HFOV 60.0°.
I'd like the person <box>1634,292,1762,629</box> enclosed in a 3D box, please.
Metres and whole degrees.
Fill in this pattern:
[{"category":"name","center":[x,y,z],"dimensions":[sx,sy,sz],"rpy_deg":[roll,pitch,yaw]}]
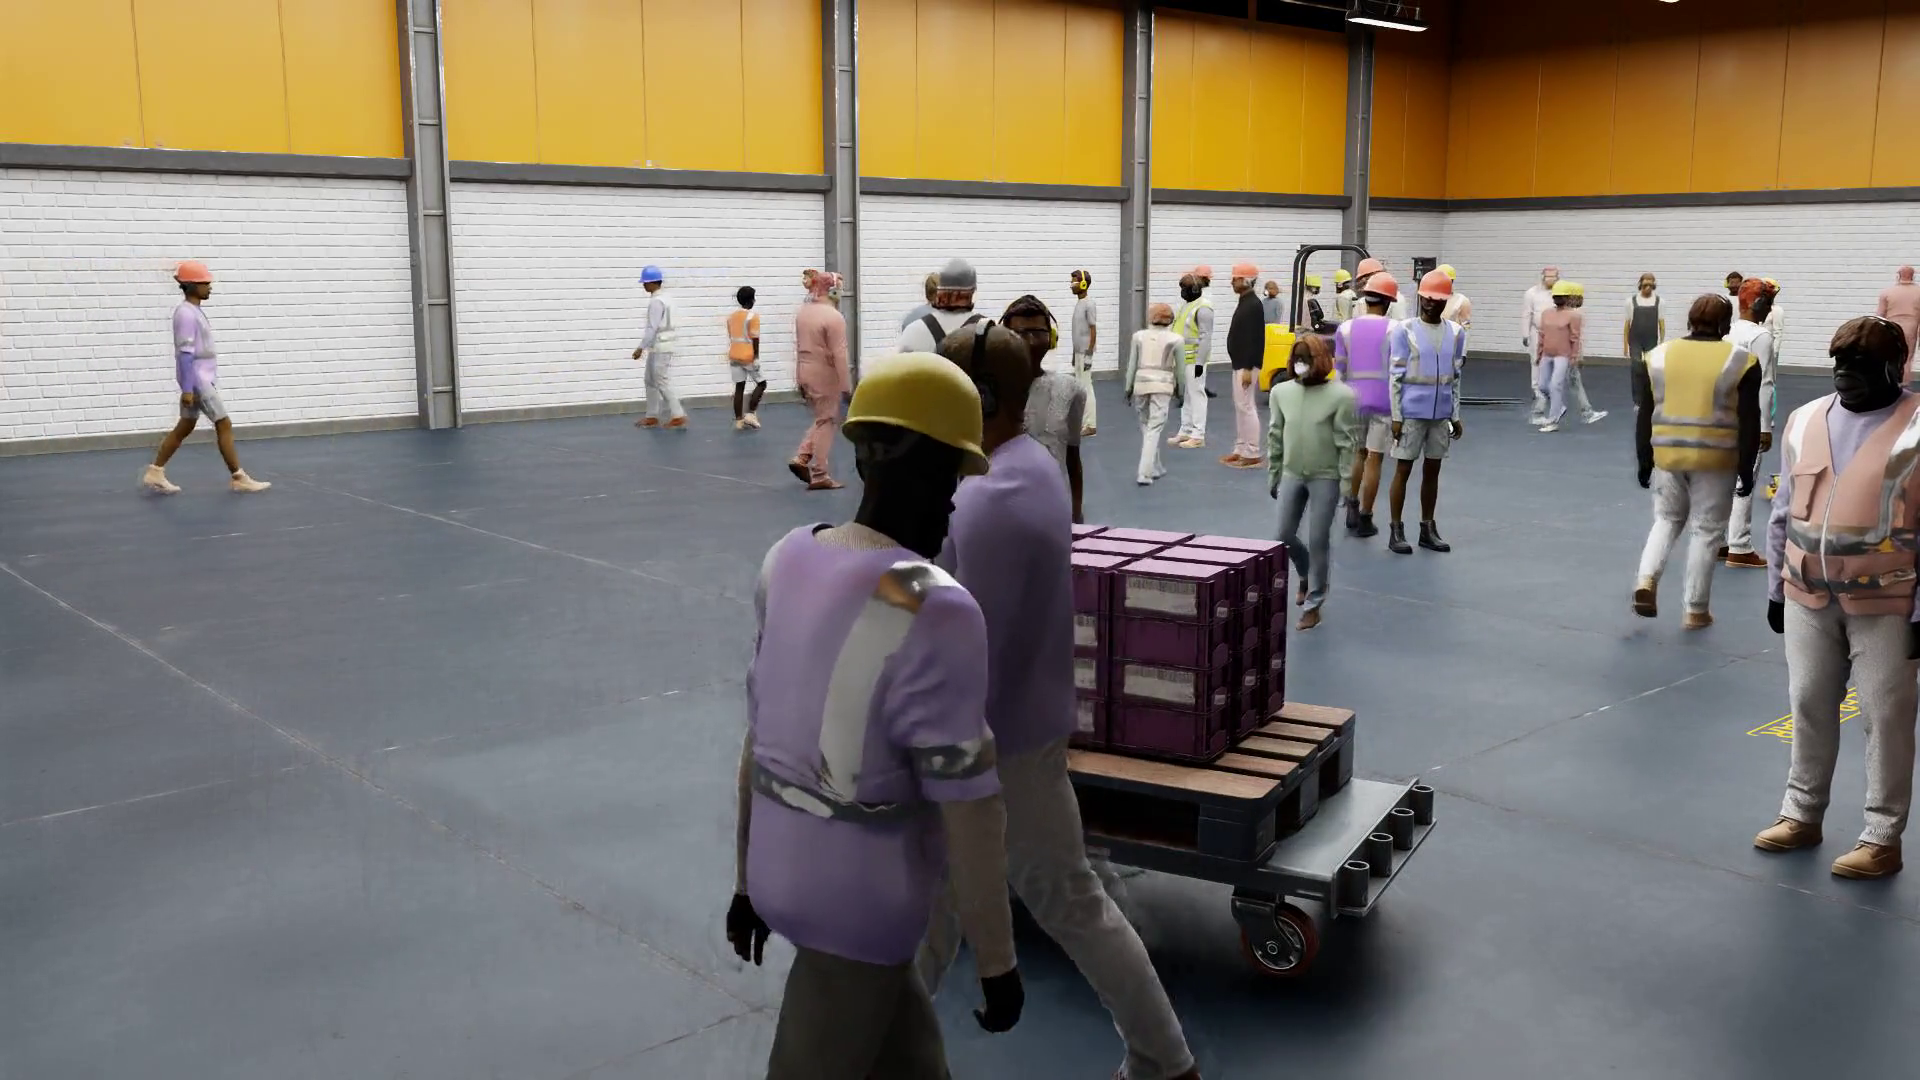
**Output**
[{"category":"person","center":[3.970,-0.414,8.985],"dimensions":[0.627,1.833,0.490],"rpy_deg":[9,13,43]}]

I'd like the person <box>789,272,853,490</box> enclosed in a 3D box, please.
[{"category":"person","center":[-1.164,-1.365,14.397],"dimensions":[0.413,1.889,0.670],"rpy_deg":[-6,11,-31]}]

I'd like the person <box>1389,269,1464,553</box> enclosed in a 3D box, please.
[{"category":"person","center":[3.188,-0.869,11.348],"dimensions":[0.543,1.932,0.376],"rpy_deg":[-2,10,-13]}]

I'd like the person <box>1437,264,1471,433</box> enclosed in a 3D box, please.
[{"category":"person","center":[5.524,-2.177,19.015],"dimensions":[0.385,1.925,0.591],"rpy_deg":[-9,13,-42]}]

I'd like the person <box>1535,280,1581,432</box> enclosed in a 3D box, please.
[{"category":"person","center":[6.914,-2.117,19.178],"dimensions":[0.503,1.746,0.543],"rpy_deg":[-6,12,-33]}]

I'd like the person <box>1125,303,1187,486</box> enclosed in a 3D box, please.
[{"category":"person","center":[1.761,-1.301,14.805],"dimensions":[0.525,1.596,0.772],"rpy_deg":[6,11,30]}]

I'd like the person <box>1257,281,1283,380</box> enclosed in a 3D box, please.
[{"category":"person","center":[4.966,-3.370,26.881],"dimensions":[0.520,1.612,0.531],"rpy_deg":[-5,11,-29]}]

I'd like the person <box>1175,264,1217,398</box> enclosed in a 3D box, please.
[{"category":"person","center":[3.327,-2.940,23.543],"dimensions":[0.765,1.914,0.550],"rpy_deg":[-5,11,-25]}]

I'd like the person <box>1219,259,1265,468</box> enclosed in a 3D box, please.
[{"category":"person","center":[2.716,-1.685,15.940],"dimensions":[0.394,1.992,0.620],"rpy_deg":[0,10,0]}]

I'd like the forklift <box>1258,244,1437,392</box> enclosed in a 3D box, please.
[{"category":"forklift","center":[5.256,-2.933,22.661],"dimensions":[2.313,2.155,1.214],"rpy_deg":[3,10,16]}]

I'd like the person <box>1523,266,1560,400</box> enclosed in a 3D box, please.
[{"category":"person","center":[8.207,-2.884,23.287],"dimensions":[0.643,1.891,0.456],"rpy_deg":[3,10,18]}]

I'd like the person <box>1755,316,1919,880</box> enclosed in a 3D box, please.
[{"category":"person","center":[2.935,0.186,5.473],"dimensions":[0.431,1.836,0.619],"rpy_deg":[-6,11,-32]}]

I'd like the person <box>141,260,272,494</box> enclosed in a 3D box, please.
[{"category":"person","center":[-6.488,-1.367,14.088],"dimensions":[1.027,1.999,0.621],"rpy_deg":[-4,10,-21]}]

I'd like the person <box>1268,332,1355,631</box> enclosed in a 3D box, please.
[{"category":"person","center":[1.941,-0.331,9.114],"dimensions":[0.511,1.622,0.457],"rpy_deg":[7,12,34]}]

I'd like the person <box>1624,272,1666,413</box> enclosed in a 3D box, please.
[{"category":"person","center":[8.880,-2.569,21.630],"dimensions":[0.507,1.826,0.596],"rpy_deg":[3,10,16]}]

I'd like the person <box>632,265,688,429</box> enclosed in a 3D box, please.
[{"category":"person","center":[-3.493,-2.230,19.357],"dimensions":[0.645,1.912,0.634],"rpy_deg":[-1,10,-8]}]

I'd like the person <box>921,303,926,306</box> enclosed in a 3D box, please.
[{"category":"person","center":[-0.225,-1.405,15.485],"dimensions":[0.875,1.597,0.527],"rpy_deg":[1,10,3]}]

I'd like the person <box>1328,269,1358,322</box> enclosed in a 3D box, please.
[{"category":"person","center":[5.501,-2.967,23.928],"dimensions":[0.403,1.828,0.594],"rpy_deg":[5,11,26]}]

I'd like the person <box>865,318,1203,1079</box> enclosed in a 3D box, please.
[{"category":"person","center":[0.101,0.442,3.812],"dimensions":[1.032,1.891,0.640],"rpy_deg":[1,10,4]}]

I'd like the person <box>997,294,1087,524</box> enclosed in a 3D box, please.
[{"category":"person","center":[0.271,-0.049,6.725],"dimensions":[0.514,1.872,0.328],"rpy_deg":[-2,10,-10]}]

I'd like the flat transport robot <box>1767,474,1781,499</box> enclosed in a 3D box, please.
[{"category":"flat transport robot","center":[6.843,-0.339,13.098],"dimensions":[0.652,0.197,1.431],"rpy_deg":[3,10,16]}]

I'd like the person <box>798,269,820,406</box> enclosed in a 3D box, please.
[{"category":"person","center":[-1.967,-2.731,22.494],"dimensions":[0.389,1.846,0.567],"rpy_deg":[-4,10,-22]}]

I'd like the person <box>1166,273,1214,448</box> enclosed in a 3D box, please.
[{"category":"person","center":[2.439,-1.896,17.631],"dimensions":[0.429,1.841,0.621],"rpy_deg":[-3,10,-15]}]

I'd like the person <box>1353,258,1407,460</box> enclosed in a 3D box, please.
[{"category":"person","center":[4.208,-1.782,16.518],"dimensions":[0.565,2.009,0.683],"rpy_deg":[-7,12,-34]}]

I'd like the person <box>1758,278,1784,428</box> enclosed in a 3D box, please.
[{"category":"person","center":[9.478,-2.201,19.630],"dimensions":[0.308,1.769,0.524],"rpy_deg":[-2,10,-10]}]

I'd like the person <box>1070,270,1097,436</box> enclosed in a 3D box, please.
[{"category":"person","center":[1.373,-2.091,18.713],"dimensions":[0.310,1.859,0.532],"rpy_deg":[-2,10,-14]}]

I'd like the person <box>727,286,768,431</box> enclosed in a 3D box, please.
[{"category":"person","center":[-2.462,-2.100,19.259],"dimensions":[0.548,1.677,0.426],"rpy_deg":[8,13,41]}]

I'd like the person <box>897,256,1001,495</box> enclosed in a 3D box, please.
[{"category":"person","center":[-0.032,-0.673,9.878],"dimensions":[0.680,2.000,0.728],"rpy_deg":[2,10,11]}]

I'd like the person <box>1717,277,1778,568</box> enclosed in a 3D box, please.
[{"category":"person","center":[5.120,-0.764,10.866],"dimensions":[0.356,1.887,0.574],"rpy_deg":[-1,10,-7]}]

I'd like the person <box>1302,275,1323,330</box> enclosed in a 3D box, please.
[{"category":"person","center":[5.219,-3.138,25.188],"dimensions":[0.517,1.745,0.519],"rpy_deg":[3,10,19]}]

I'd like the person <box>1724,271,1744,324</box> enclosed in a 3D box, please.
[{"category":"person","center":[10.453,-2.717,22.507],"dimensions":[0.521,1.827,0.950],"rpy_deg":[3,10,16]}]

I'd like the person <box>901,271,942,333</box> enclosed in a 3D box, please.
[{"category":"person","center":[-0.242,-1.210,13.416],"dimensions":[0.636,1.908,0.892],"rpy_deg":[9,13,42]}]

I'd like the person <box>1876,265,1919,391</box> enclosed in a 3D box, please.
[{"category":"person","center":[13.407,-2.960,23.700],"dimensions":[0.658,1.915,0.409],"rpy_deg":[4,11,23]}]

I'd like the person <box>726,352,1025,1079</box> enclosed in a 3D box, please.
[{"category":"person","center":[-0.138,0.608,2.907],"dimensions":[0.965,1.855,0.594],"rpy_deg":[-5,11,-29]}]

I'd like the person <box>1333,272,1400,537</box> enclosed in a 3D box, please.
[{"category":"person","center":[3.004,-0.976,12.064],"dimensions":[0.544,1.904,0.558],"rpy_deg":[7,12,34]}]

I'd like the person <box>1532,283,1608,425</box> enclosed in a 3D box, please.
[{"category":"person","center":[7.315,-2.211,19.880],"dimensions":[0.902,1.683,0.507],"rpy_deg":[1,10,8]}]

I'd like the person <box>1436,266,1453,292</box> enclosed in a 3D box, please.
[{"category":"person","center":[7.649,-3.495,26.932],"dimensions":[0.950,1.870,0.657],"rpy_deg":[-9,13,-42]}]
